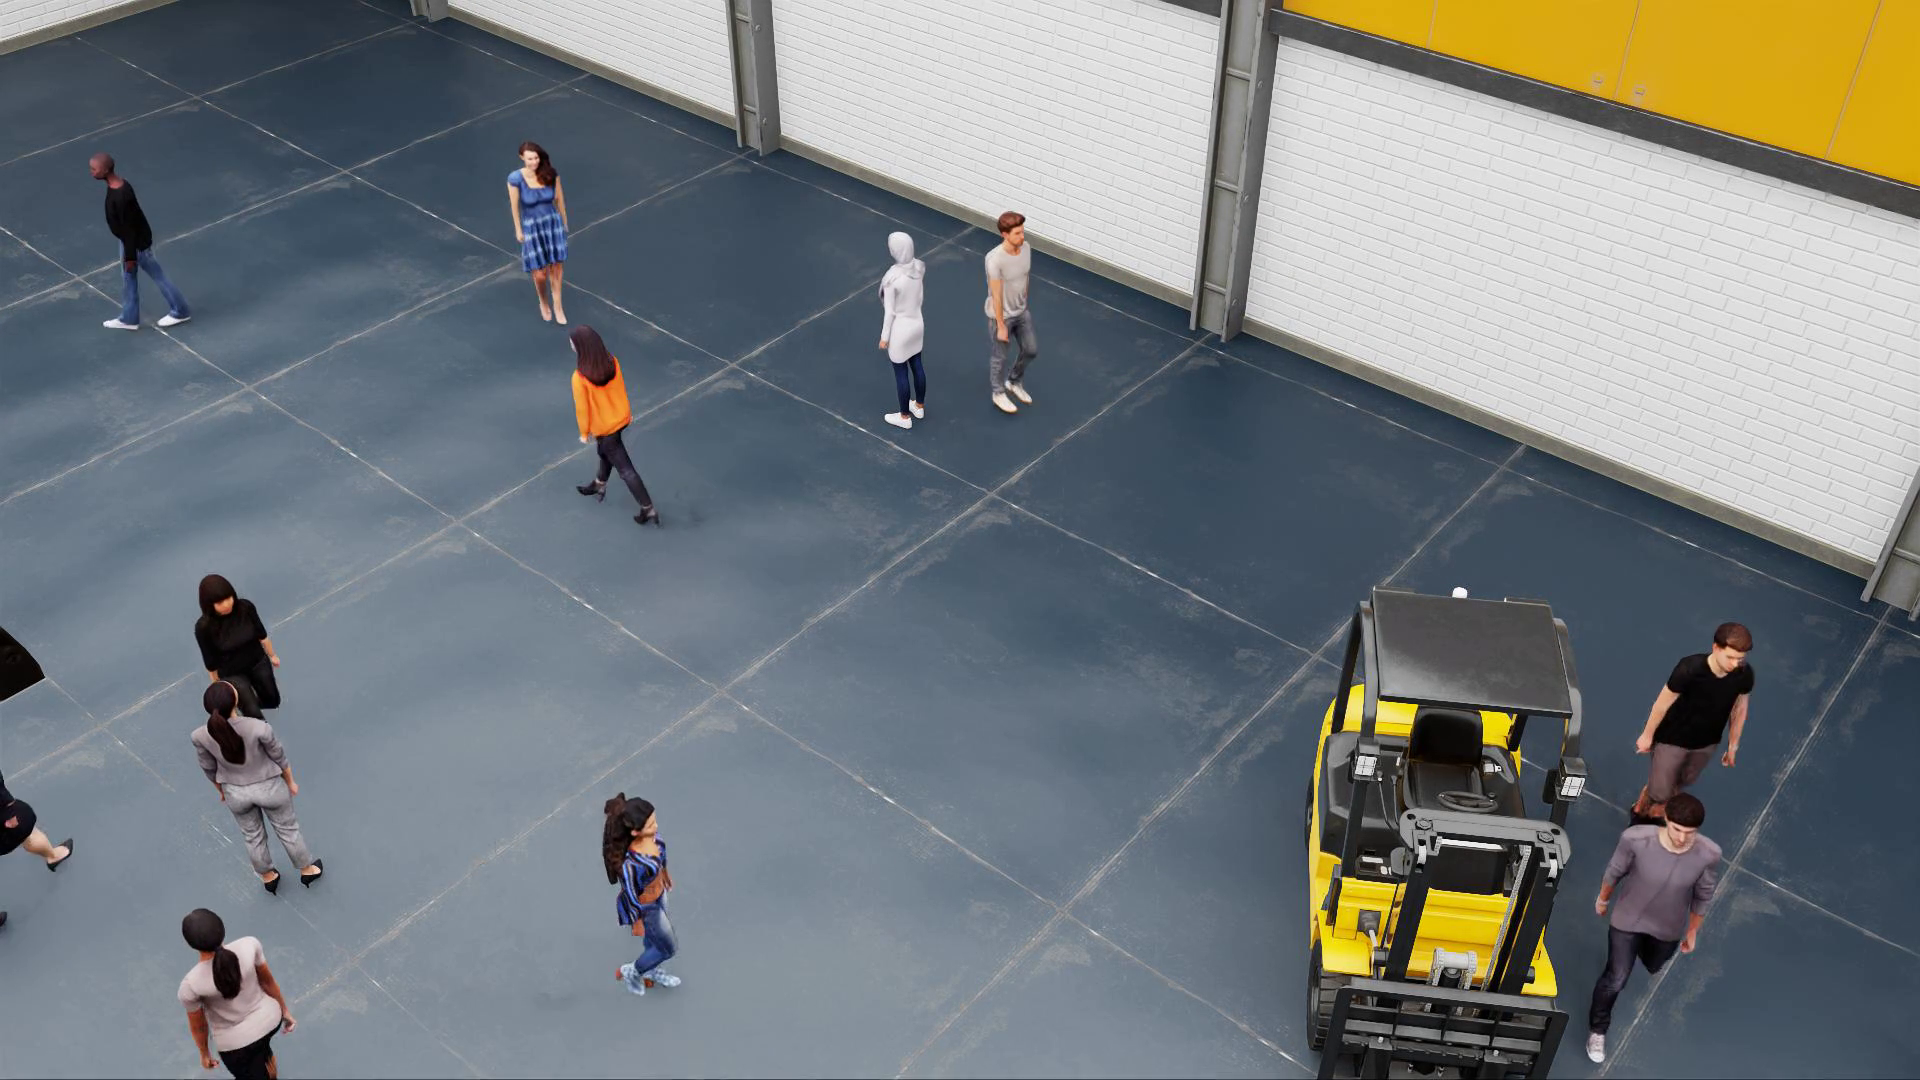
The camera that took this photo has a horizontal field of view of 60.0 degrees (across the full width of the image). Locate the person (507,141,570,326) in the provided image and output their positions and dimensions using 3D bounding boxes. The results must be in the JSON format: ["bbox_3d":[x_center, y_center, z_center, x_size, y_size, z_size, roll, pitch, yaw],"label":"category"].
[{"bbox_3d":[-3.793,-2.778,15.008,0.762,1.800,0.785,-21,43,-24],"label":"person"}]

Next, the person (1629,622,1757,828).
[{"bbox_3d":[4.376,1.120,10.086,0.800,1.851,0.860,-5,39,-7],"label":"person"}]

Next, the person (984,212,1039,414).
[{"bbox_3d":[0.334,-1.927,13.873,0.679,1.884,0.659,-30,47,-32],"label":"person"}]

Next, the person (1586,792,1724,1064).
[{"bbox_3d":[3.738,1.978,9.031,1.112,1.825,1.043,8,39,10],"label":"person"}]

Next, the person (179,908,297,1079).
[{"bbox_3d":[-3.541,2.544,8.412,1.153,1.714,0.715,21,43,24],"label":"person"}]

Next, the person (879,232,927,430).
[{"bbox_3d":[-0.450,-1.731,13.714,0.522,1.777,0.610,29,47,31],"label":"person"}]

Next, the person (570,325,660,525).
[{"bbox_3d":[-2.594,-0.845,12.655,1.105,1.714,0.816,18,42,21],"label":"person"}]

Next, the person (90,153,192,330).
[{"bbox_3d":[-7.313,-2.688,14.953,0.846,1.726,0.971,-23,44,-26],"label":"person"}]

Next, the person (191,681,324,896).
[{"bbox_3d":[-4.145,1.474,9.780,0.728,1.678,0.774,-7,39,-9],"label":"person"}]

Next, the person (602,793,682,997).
[{"bbox_3d":[-1.808,1.989,9.191,0.815,1.609,0.763,1,39,1],"label":"person"}]

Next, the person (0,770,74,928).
[{"bbox_3d":[-5.740,1.635,9.618,1.097,1.629,1.088,4,39,5],"label":"person"}]

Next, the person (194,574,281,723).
[{"bbox_3d":[-4.643,0.796,10.676,0.605,1.620,0.785,-30,48,-32],"label":"person"}]
